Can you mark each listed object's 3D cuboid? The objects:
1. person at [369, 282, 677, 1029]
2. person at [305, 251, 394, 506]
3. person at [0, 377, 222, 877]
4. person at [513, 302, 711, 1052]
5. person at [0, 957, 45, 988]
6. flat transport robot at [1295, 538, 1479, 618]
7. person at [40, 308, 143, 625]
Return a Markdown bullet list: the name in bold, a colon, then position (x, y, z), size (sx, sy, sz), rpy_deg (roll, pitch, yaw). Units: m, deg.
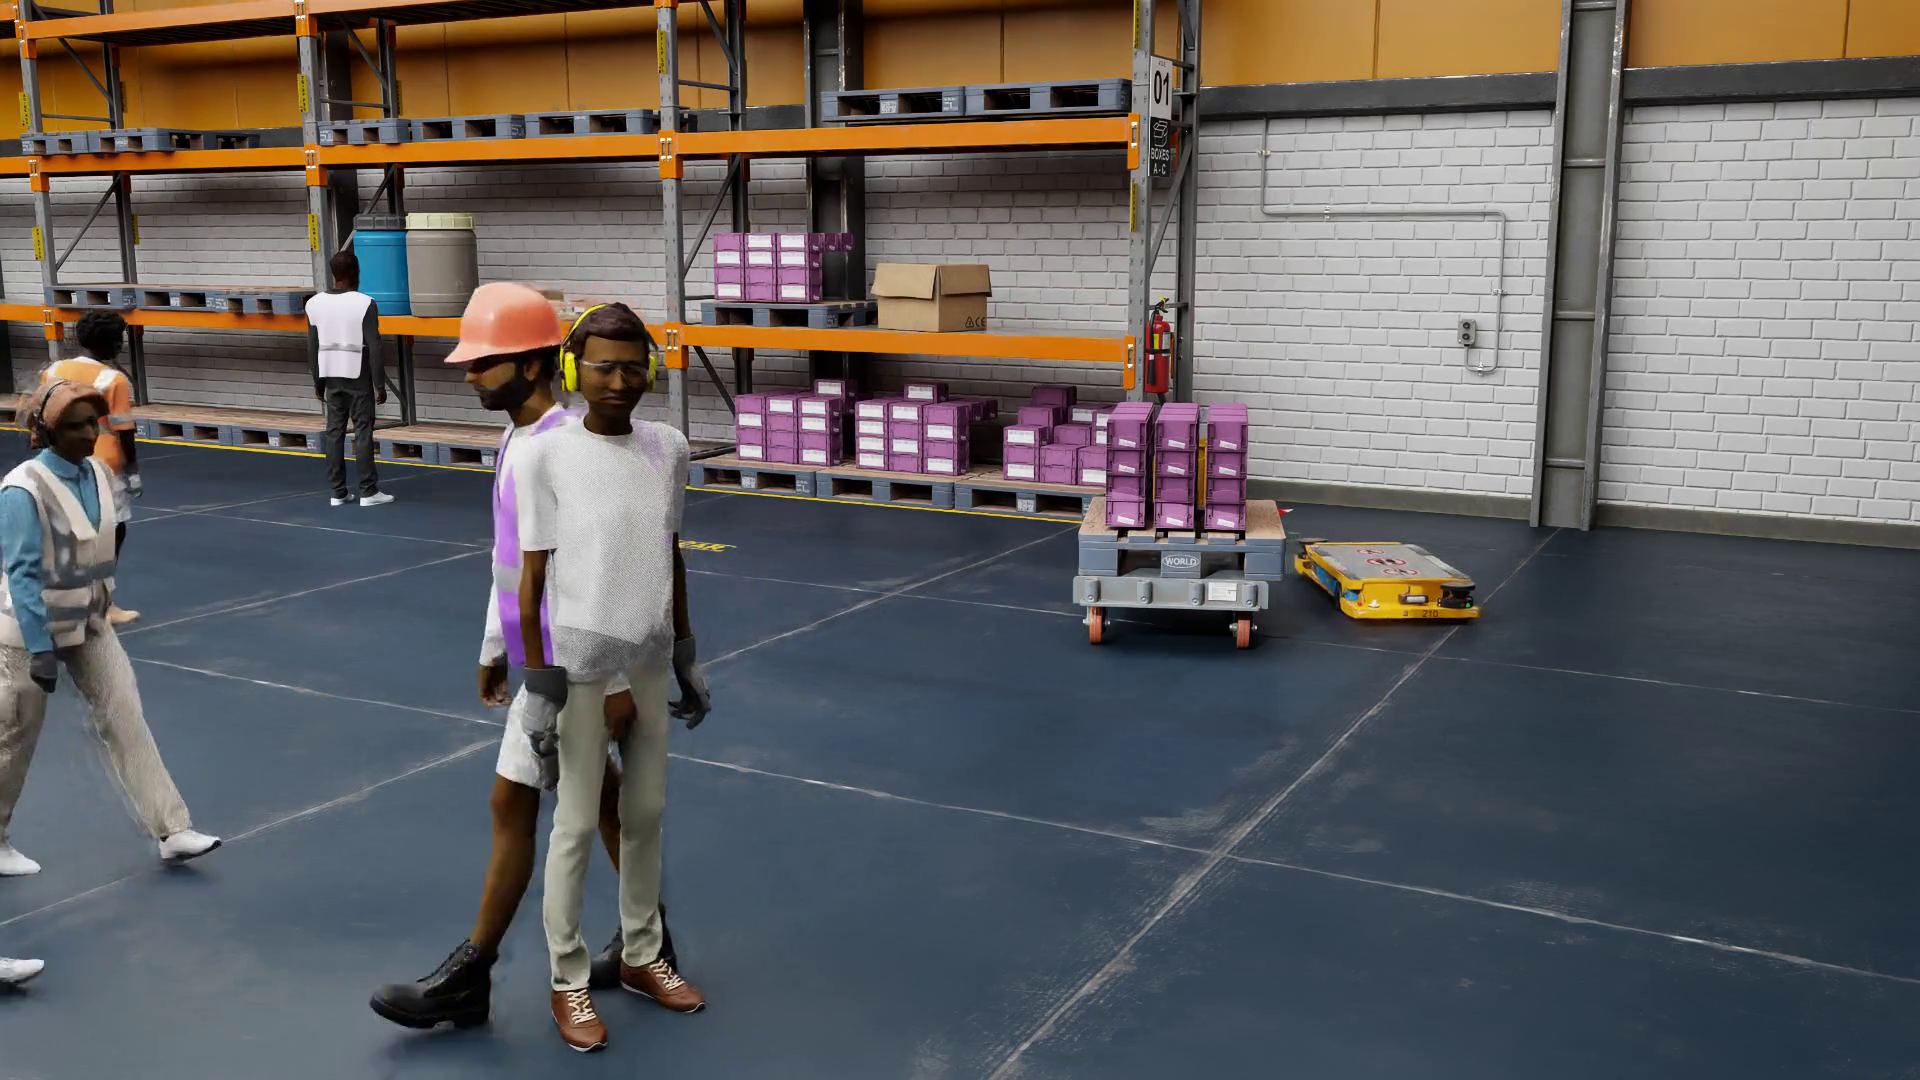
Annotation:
- **person**: position (-1.175, 0.300, 4.298), size (0.918, 1.898, 0.573), rpy_deg (-5, 11, -26)
- **person**: position (-4.617, -1.208, 12.537), size (0.597, 1.915, 0.370), rpy_deg (2, 11, 13)
- **person**: position (-2.781, 0.293, 5.183), size (0.878, 1.594, 0.540), rpy_deg (1, 10, 8)
- **person**: position (-0.870, 0.335, 4.218), size (0.528, 1.865, 0.313), rpy_deg (-10, 14, -43)
- **person**: position (-2.741, 0.480, 4.136), size (0.768, 1.610, 0.536), rpy_deg (-3, 11, -16)
- **flat transport robot**: position (2.360, 0.199, 9.334), size (0.652, 0.197, 1.431), rpy_deg (0, 10, -1)
- **person**: position (-4.527, -0.350, 8.537), size (0.598, 1.658, 0.505), rpy_deg (3, 11, 15)
